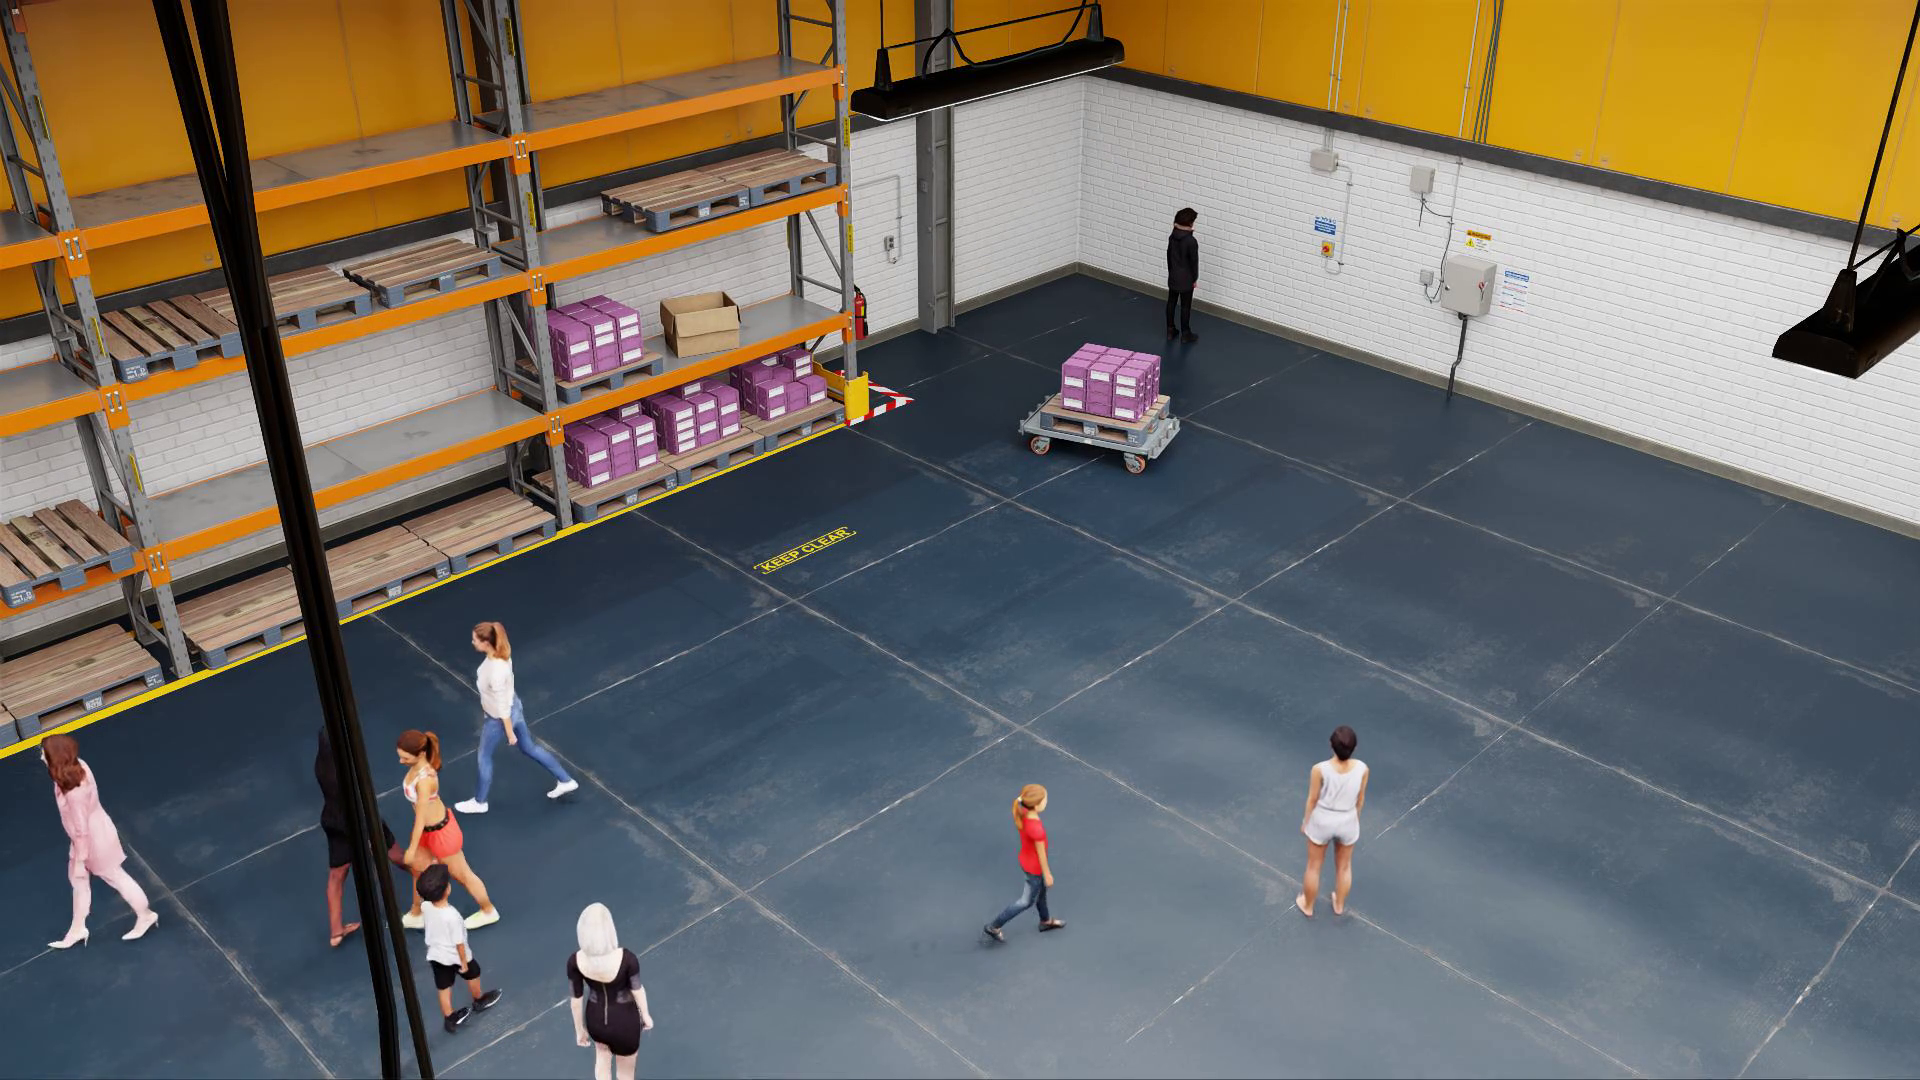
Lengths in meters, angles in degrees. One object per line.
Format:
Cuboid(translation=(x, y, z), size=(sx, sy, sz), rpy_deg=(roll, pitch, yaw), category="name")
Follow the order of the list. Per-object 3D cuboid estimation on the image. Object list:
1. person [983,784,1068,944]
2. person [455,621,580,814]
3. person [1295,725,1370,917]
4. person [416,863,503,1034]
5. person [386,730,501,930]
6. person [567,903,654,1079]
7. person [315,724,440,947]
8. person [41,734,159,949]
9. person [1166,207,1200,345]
Cuboid(translation=(0.449, 2.277, 11.571), size=(0.909, 1.292, 0.769), rpy_deg=(-5, 29, -10), category="person")
Cuboid(translation=(-3.413, 1.367, 12.834), size=(1.201, 1.680, 1.098), rpy_deg=(-3, 29, -5), category="person")
Cuboid(translation=(2.638, 1.990, 11.762), size=(0.654, 1.612, 0.721), rpy_deg=(-2, 29, -3), category="person")
Cuboid(translation=(-3.382, 2.702, 10.843), size=(0.617, 1.242, 0.730), rpy_deg=(13, 31, 22), category="person")
Cuboid(translation=(-3.528, 2.025, 11.554), size=(1.076, 1.750, 0.836), rpy_deg=(-11, 31, -19), category="person")
Cuboid(translation=(-2.063, 2.934, 9.814), size=(0.708, 1.821, 0.762), rpy_deg=(2, 29, 3), category="person")
Cuboid(translation=(-4.308, 2.063, 11.578), size=(0.922, 1.661, 1.278), rpy_deg=(12, 31, 22), category="person")
Cuboid(translation=(-5.869, 2.059, 11.464), size=(1.000, 1.777, 0.773), rpy_deg=(-17, 33, -28), category="person")
Cuboid(translation=(2.873, -3.425, 21.515), size=(0.566, 1.779, 0.607), rpy_deg=(-25, 38, -38), category="person")
